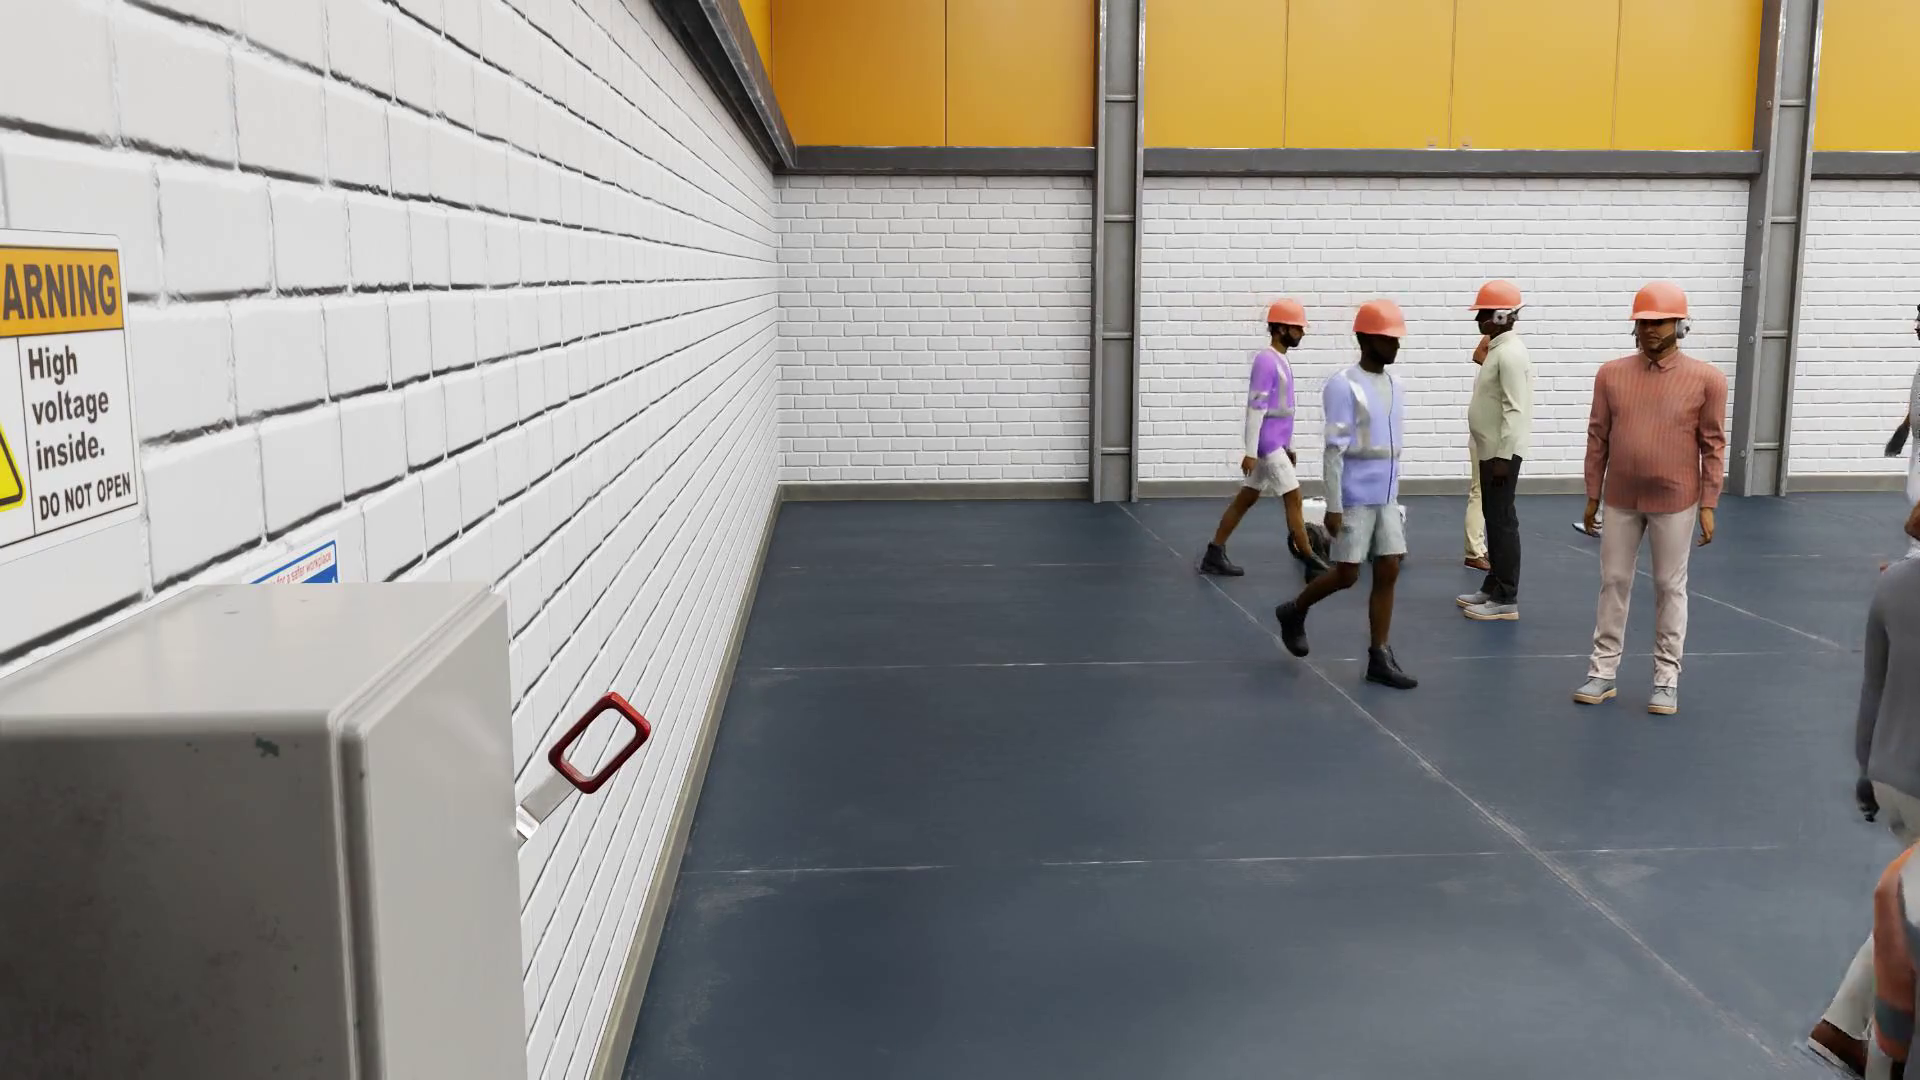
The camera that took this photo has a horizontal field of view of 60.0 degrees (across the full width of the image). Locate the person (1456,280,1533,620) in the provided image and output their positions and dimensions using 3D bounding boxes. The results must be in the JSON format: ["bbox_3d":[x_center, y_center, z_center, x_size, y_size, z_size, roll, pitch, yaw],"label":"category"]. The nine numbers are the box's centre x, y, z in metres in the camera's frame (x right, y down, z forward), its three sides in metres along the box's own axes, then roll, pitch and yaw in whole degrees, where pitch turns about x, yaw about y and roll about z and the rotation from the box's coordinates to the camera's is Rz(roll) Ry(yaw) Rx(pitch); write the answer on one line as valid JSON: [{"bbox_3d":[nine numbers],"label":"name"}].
[{"bbox_3d":[3.158,-0.529,9.821,0.395,1.992,0.622,2,9,11],"label":"person"}]

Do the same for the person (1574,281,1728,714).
[{"bbox_3d":[3.195,-0.193,7.710,0.613,1.995,0.390,7,12,39],"label":"person"}]

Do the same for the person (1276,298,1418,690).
[{"bbox_3d":[1.952,-0.247,8.289,0.563,1.919,0.765,-7,11,-37],"label":"person"}]

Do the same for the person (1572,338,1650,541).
[{"bbox_3d":[5.110,-0.762,12.552,0.831,1.594,0.520,-1,9,-7],"label":"person"}]

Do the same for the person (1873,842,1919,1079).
[{"bbox_3d":[1.213,0.891,1.865,0.407,1.669,0.563,-3,9,-17],"label":"person"}]

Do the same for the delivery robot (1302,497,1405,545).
[{"bbox_3d":[2.755,-0.160,11.719,0.707,0.478,0.477,7,12,39],"label":"delivery robot"}]

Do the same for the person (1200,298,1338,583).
[{"bbox_3d":[2.063,-0.653,10.994,1.019,1.877,0.550,3,9,17],"label":"person"}]

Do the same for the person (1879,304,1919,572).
[{"bbox_3d":[6.450,-0.674,11.173,0.381,1.860,0.524,3,9,16],"label":"person"}]

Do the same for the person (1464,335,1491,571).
[{"bbox_3d":[3.647,-0.611,11.467,0.279,1.633,0.505,4,10,26],"label":"person"}]

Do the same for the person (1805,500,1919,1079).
[{"bbox_3d":[2.295,0.602,3.879,0.352,1.624,0.498,0,9,-2],"label":"person"}]
